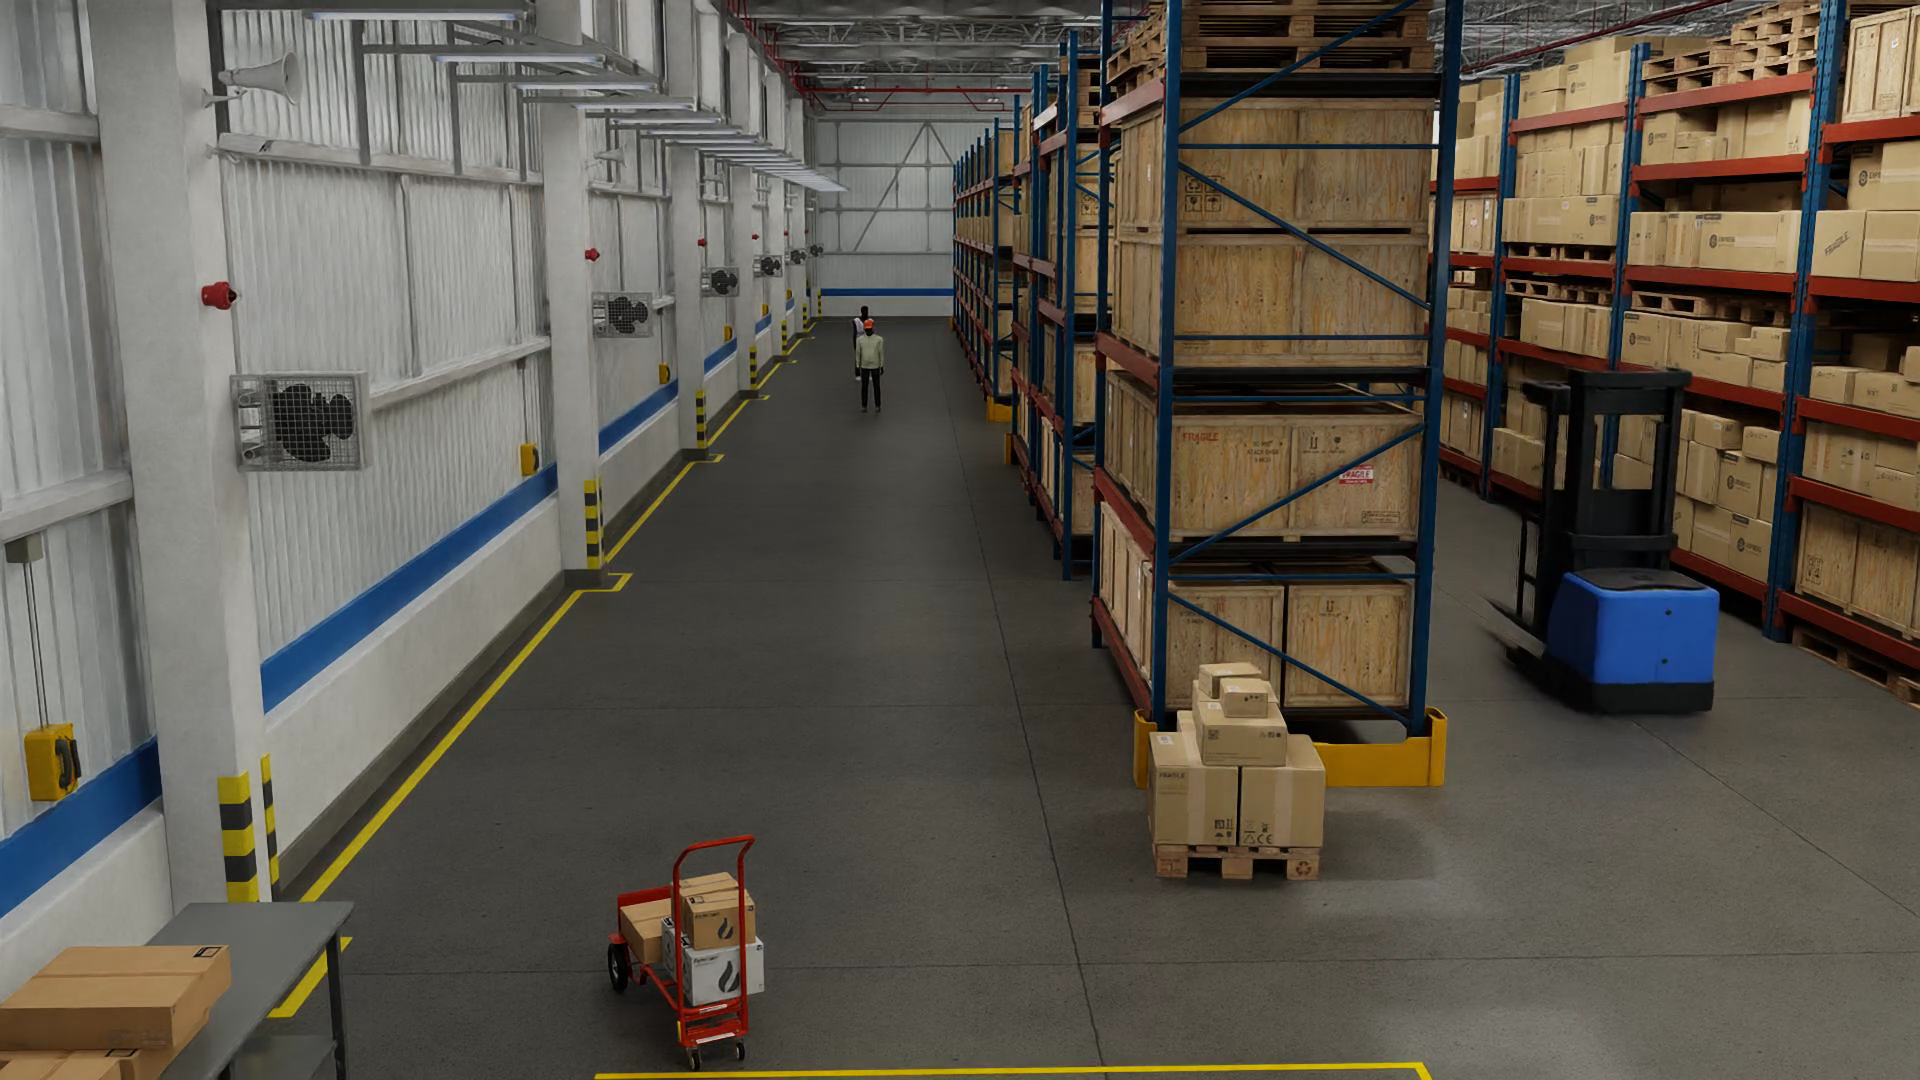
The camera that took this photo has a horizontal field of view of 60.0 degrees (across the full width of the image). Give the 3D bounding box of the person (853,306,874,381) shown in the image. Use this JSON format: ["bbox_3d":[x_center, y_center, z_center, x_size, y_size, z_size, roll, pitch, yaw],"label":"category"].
[{"bbox_3d":[-2.465,-5.045,42.642,0.593,1.910,0.386,-5,12,-26],"label":"person"}]

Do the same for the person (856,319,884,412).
[{"bbox_3d":[-1.924,-3.713,35.509,0.618,1.989,0.401,0,11,1],"label":"person"}]

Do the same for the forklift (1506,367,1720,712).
[{"bbox_3d":[5.657,-0.084,14.289,1.129,2.768,1.873,0,11,-2],"label":"forklift"}]
